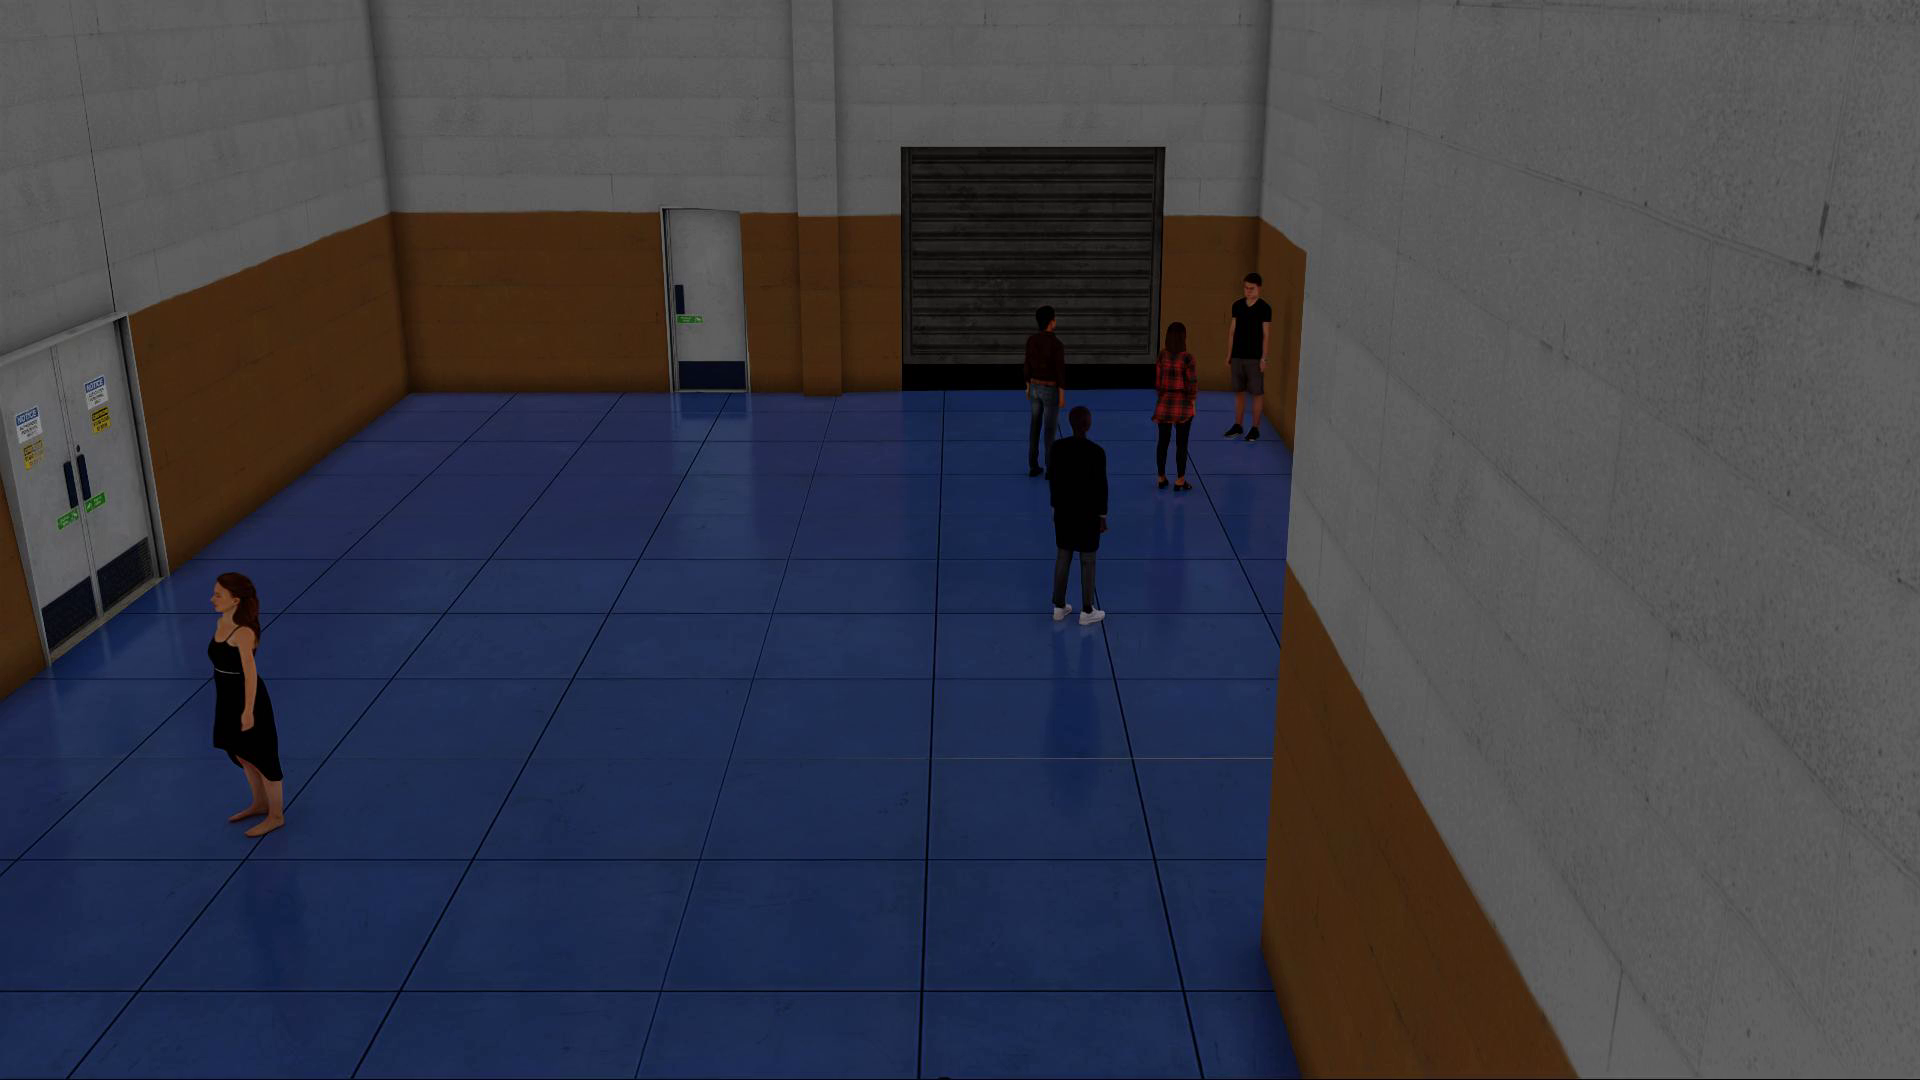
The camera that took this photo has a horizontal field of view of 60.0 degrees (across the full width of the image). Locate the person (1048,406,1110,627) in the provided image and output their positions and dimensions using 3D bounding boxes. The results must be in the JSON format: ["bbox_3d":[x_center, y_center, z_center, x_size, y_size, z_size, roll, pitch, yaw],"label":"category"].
[{"bbox_3d":[0.920,-0.202,13.129,0.670,1.762,0.791,11,21,29],"label":"person"}]

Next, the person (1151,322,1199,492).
[{"bbox_3d":[2.141,-1.333,16.575,0.672,1.703,0.761,13,23,34],"label":"person"}]

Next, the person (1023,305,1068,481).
[{"bbox_3d":[0.855,-1.506,16.965,0.682,1.781,0.768,15,24,37],"label":"person"}]

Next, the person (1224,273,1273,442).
[{"bbox_3d":[3.217,-2.048,18.446,0.740,1.862,0.816,15,24,38],"label":"person"}]

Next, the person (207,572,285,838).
[{"bbox_3d":[-4.247,0.961,9.893,0.731,1.624,0.677,-16,24,-39],"label":"person"}]
